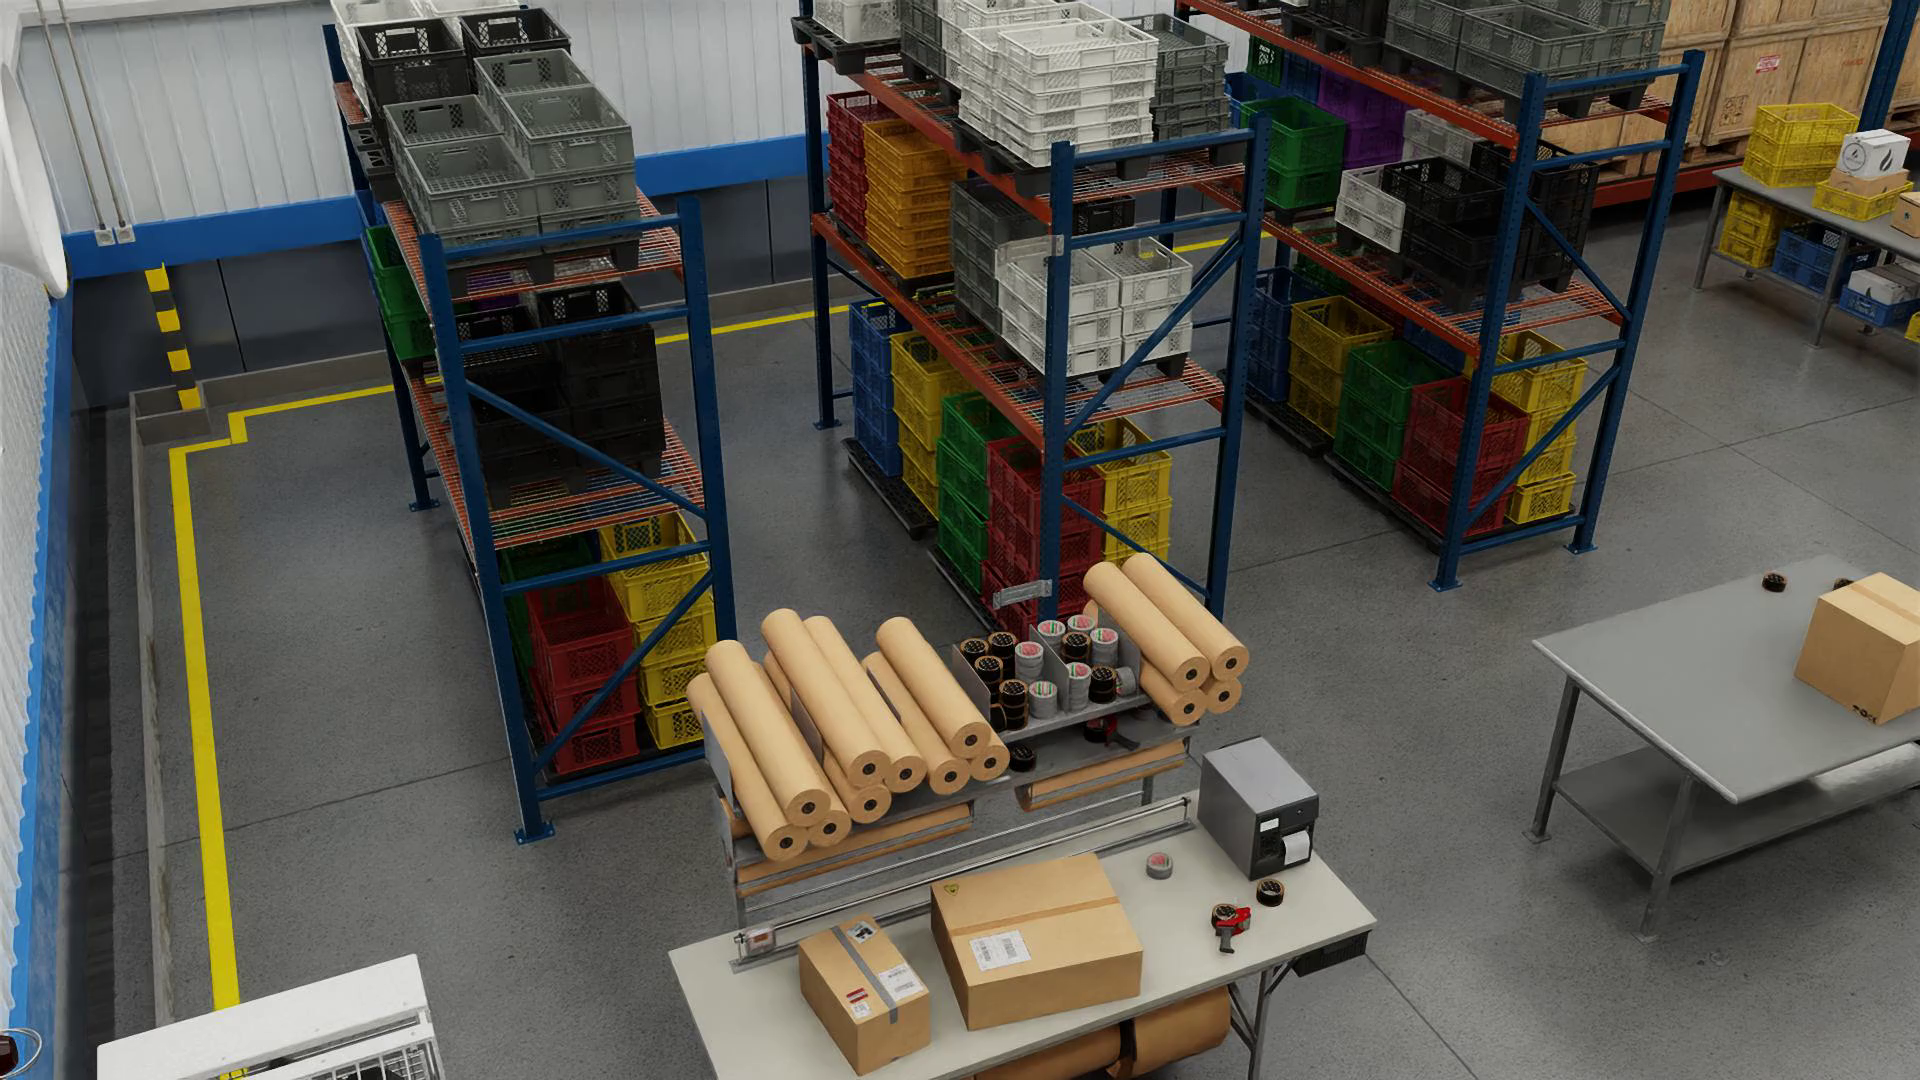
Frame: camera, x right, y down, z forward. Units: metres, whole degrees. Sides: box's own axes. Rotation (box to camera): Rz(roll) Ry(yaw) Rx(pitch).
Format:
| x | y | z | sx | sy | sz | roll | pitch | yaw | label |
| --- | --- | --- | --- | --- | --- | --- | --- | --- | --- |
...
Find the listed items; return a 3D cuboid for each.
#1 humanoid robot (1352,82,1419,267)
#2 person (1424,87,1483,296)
| x | y | z | sx | sy | sz | roll | pitch | yaw | label |
| --- | --- | --- | --- | --- | --- | --- | --- | --- | --- |
| 3.374 | -2.854 | 13.274 | 0.664 | 1.640 | 0.514 | -13 | 34 | -20 | humanoid robot |
| 3.883 | -2.750 | 12.921 | 0.510 | 1.858 | 0.601 | 20 | 37 | 29 | person |
